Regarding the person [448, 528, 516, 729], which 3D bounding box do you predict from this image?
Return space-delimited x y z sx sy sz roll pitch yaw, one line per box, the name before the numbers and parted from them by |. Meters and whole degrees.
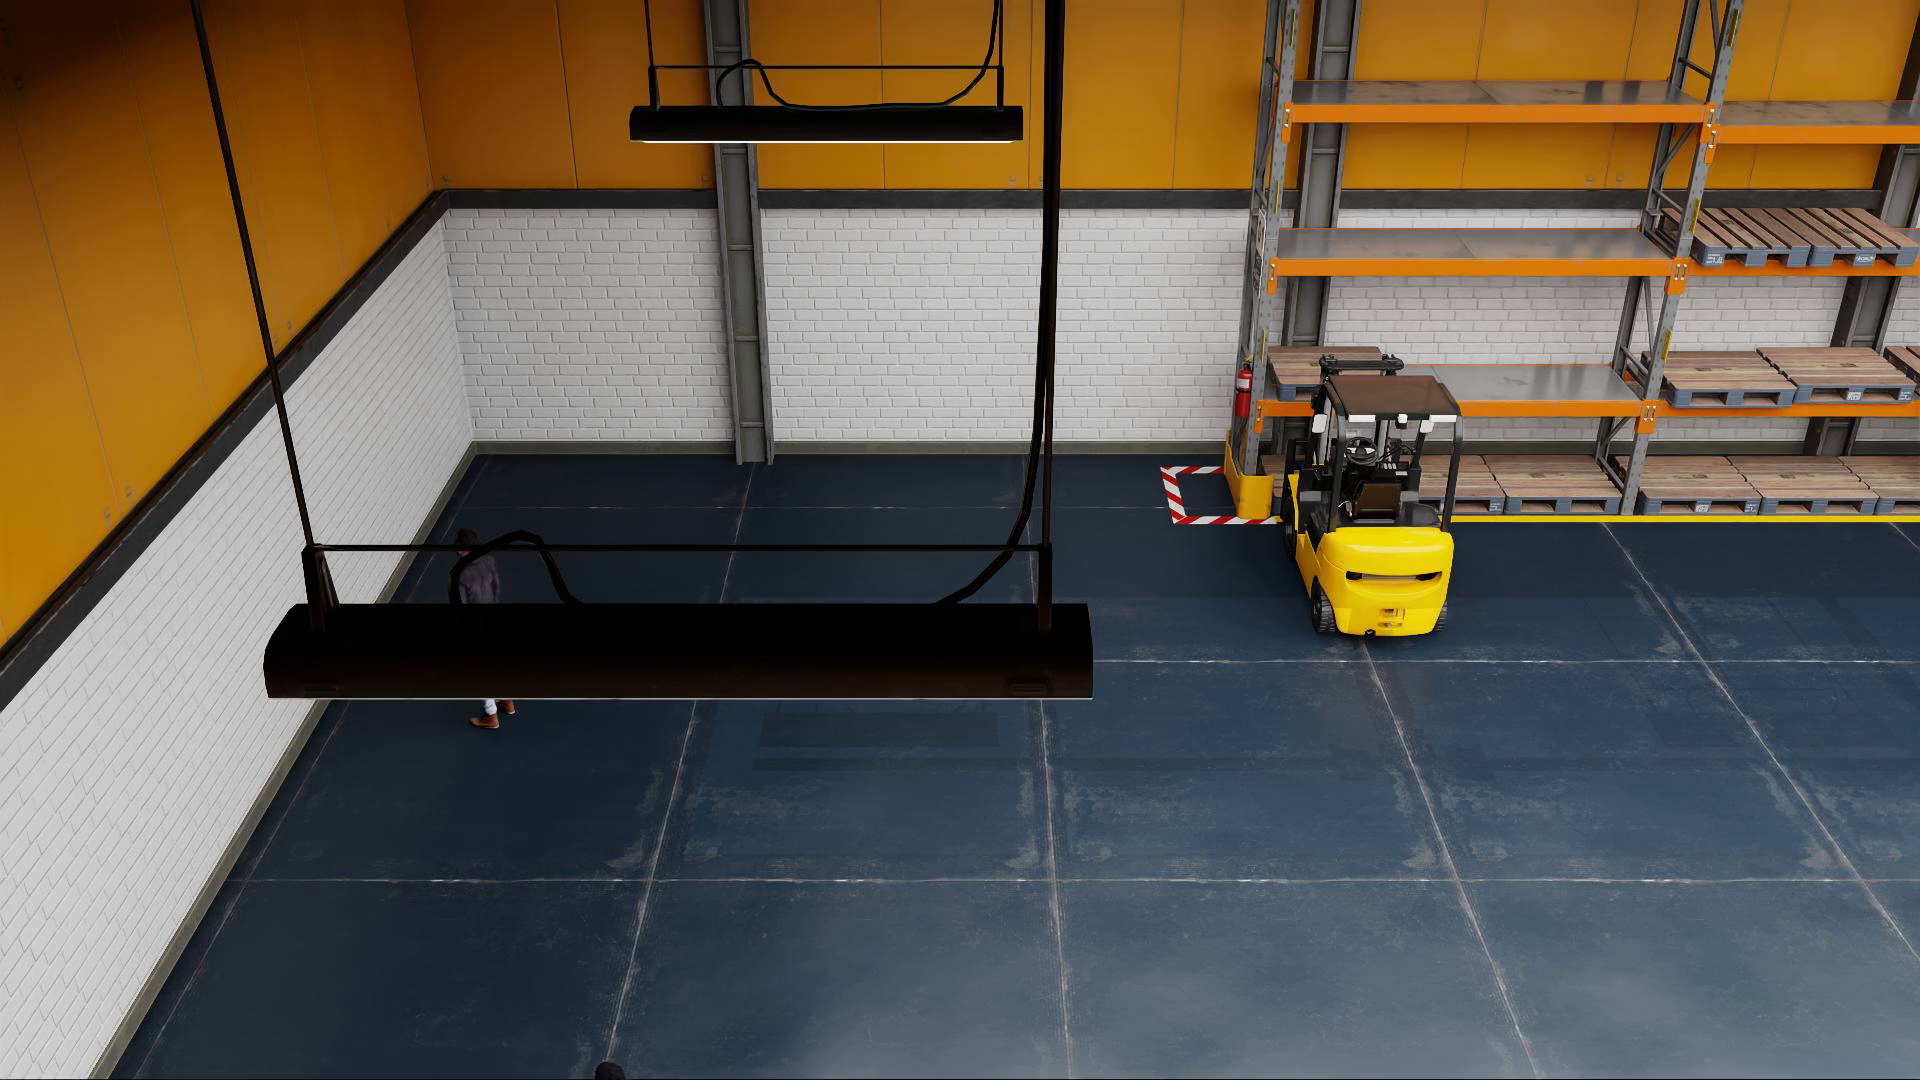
person | -3.953 0.721 13.754 0.731 1.836 0.740 15 32 25
